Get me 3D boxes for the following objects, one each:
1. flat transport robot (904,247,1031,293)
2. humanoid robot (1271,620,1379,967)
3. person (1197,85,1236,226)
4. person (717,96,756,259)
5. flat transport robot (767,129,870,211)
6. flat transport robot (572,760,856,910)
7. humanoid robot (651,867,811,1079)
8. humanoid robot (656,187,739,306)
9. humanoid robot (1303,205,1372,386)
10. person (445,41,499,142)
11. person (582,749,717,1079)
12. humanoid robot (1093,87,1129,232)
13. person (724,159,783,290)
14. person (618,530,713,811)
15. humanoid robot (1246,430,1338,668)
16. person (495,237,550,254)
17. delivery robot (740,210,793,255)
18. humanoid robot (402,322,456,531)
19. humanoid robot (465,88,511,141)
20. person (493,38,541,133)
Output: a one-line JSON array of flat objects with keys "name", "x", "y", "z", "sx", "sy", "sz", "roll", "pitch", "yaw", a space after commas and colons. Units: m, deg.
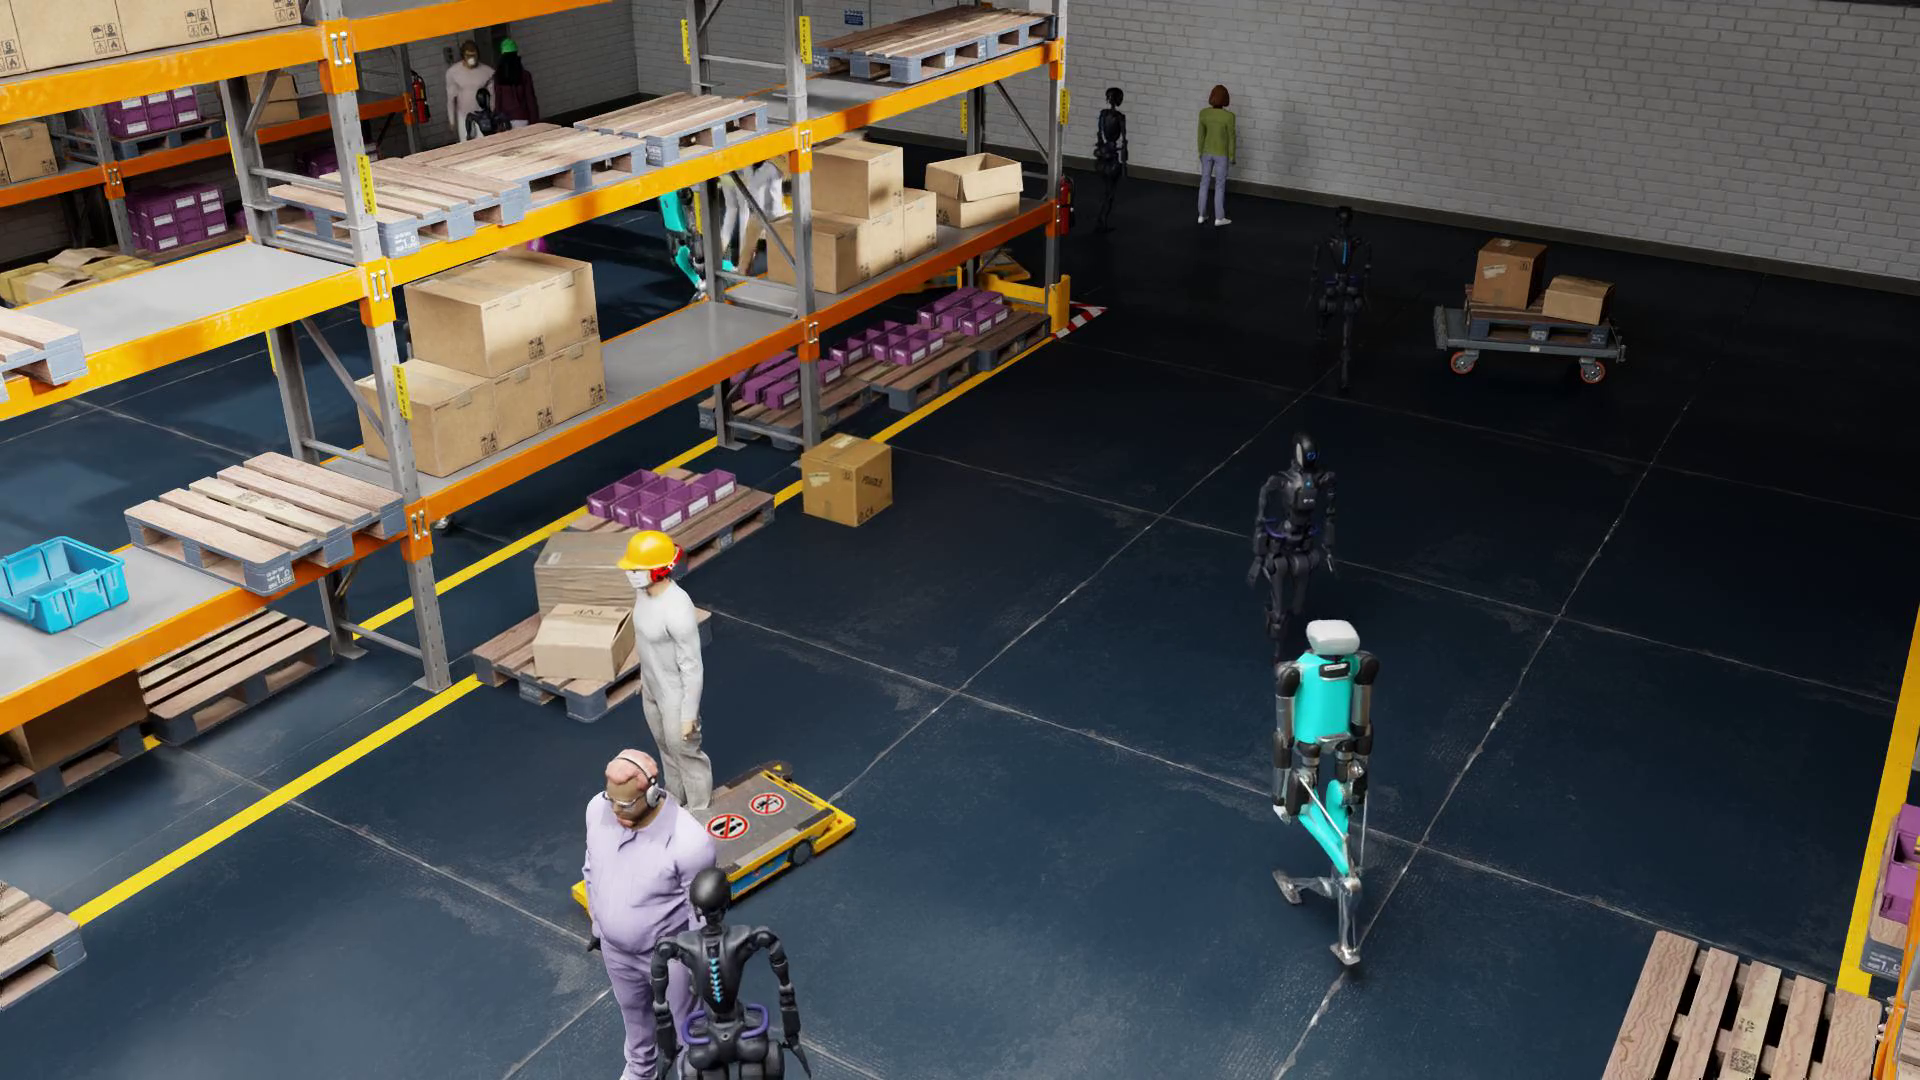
[{"name": "flat transport robot", "x": -0.019, "y": -2.906, "z": 17.925, "sx": 1.431, "sy": 0.231, "sz": 0.659, "roll": -9, "pitch": 28, "yaw": -18}, {"name": "humanoid robot", "x": 1.850, "y": 1.320, "z": 8.057, "sx": 0.536, "sy": 1.752, "sz": 1.070, "roll": -8, "pitch": 28, "yaw": -15}, {"name": "person", "x": 3.025, "y": -4.541, "z": 19.631, "sx": 0.497, "sy": 1.636, "sz": 0.278, "roll": 20, "pitch": 33, "yaw": 33}, {"name": "person", "x": -2.409, "y": -3.947, "z": 18.269, "sx": 0.641, "sy": 1.818, "sz": 0.436, "roll": 10, "pitch": 28, "yaw": 18}, {"name": "flat transport robot", "x": -1.724, "y": -4.285, "z": 20.642, "sx": 0.659, "sy": 0.231, "sz": 1.431, "roll": 9, "pitch": 28, "yaw": 18}, {"name": "flat transport robot", "x": -1.299, "y": 1.665, "z": 8.916, "sx": 0.659, "sy": 0.231, "sz": 1.431, "roll": 23, "pitch": 35, "yaw": 37}, {"name": "humanoid robot", "x": -0.911, "y": 2.037, "z": 6.640, "sx": 0.612, "sy": 1.659, "sz": 0.347, "roll": -3, "pitch": 27, "yaw": -7}, {"name": "humanoid robot", "x": -2.534, "y": -2.845, "z": 16.214, "sx": 1.058, "sy": 1.740, "sz": 0.539, "roll": -24, "pitch": 35, "yaw": -39}, {"name": "humanoid robot", "x": 3.445, "y": -2.237, "z": 15.112, "sx": 0.601, "sy": 1.628, "sz": 0.804, "roll": 1, "pitch": 27, "yaw": 1}, {"name": "person", "x": -6.018, "y": -5.226, "z": 20.674, "sx": 0.648, "sy": 1.918, "sz": 0.438, "roll": -11, "pitch": 29, "yaw": -21}, {"name": "person", "x": -1.325, "y": 1.702, "z": 7.040, "sx": 0.637, "sy": 1.906, "sz": 0.411, "roll": 13, "pitch": 30, "yaw": 24}, {"name": "humanoid robot", "x": 1.744, "y": -4.424, "z": 19.353, "sx": 0.359, "sy": 1.646, "sz": 0.585, "roll": -15, "pitch": 31, "yaw": -28}, {"name": "person", "x": -2.077, "y": -3.363, "z": 17.246, "sx": 0.583, "sy": 1.691, "sz": 0.898, "roll": 22, "pitch": 34, "yaw": 36}, {"name": "person", "x": -1.552, "y": 0.801, "z": 8.825, "sx": 0.376, "sy": 1.894, "sz": 0.570, "roll": -17, "pitch": 32, "yaw": -30}, {"name": "humanoid robot", "x": 2.073, "y": 0.031, "z": 10.596, "sx": 0.600, "sy": 1.632, "sz": 0.619, "roll": -7, "pitch": 28, "yaw": -14}, {"name": "person", "x": -3.795, "y": -2.057, "z": 14.517, "sx": 0.528, "sy": 1.833, "sz": 0.404, "roll": 4, "pitch": 27, "yaw": 7}, {"name": "delivery robot", "x": -2.104, "y": -3.529, "z": 18.851, "sx": 0.779, "sy": 0.608, "sz": 0.506, "roll": -3, "pitch": 27, "yaw": -6}, {"name": "humanoid robot", "x": -3.872, "y": -0.836, "z": 12.244, "sx": 0.531, "sy": 1.772, "sz": 0.831, "roll": 4, "pitch": 27, "yaw": 8}, {"name": "humanoid robot", "x": -5.494, "y": -4.515, "z": 19.620, "sx": 0.589, "sy": 1.630, "sz": 0.835, "roll": -3, "pitch": 27, "yaw": -5}, {"name": "person", "x": -5.503, "y": -5.293, "z": 20.829, "sx": 0.504, "sy": 1.890, "sz": 0.960, "roll": 8, "pitch": 28, "yaw": 15}]
